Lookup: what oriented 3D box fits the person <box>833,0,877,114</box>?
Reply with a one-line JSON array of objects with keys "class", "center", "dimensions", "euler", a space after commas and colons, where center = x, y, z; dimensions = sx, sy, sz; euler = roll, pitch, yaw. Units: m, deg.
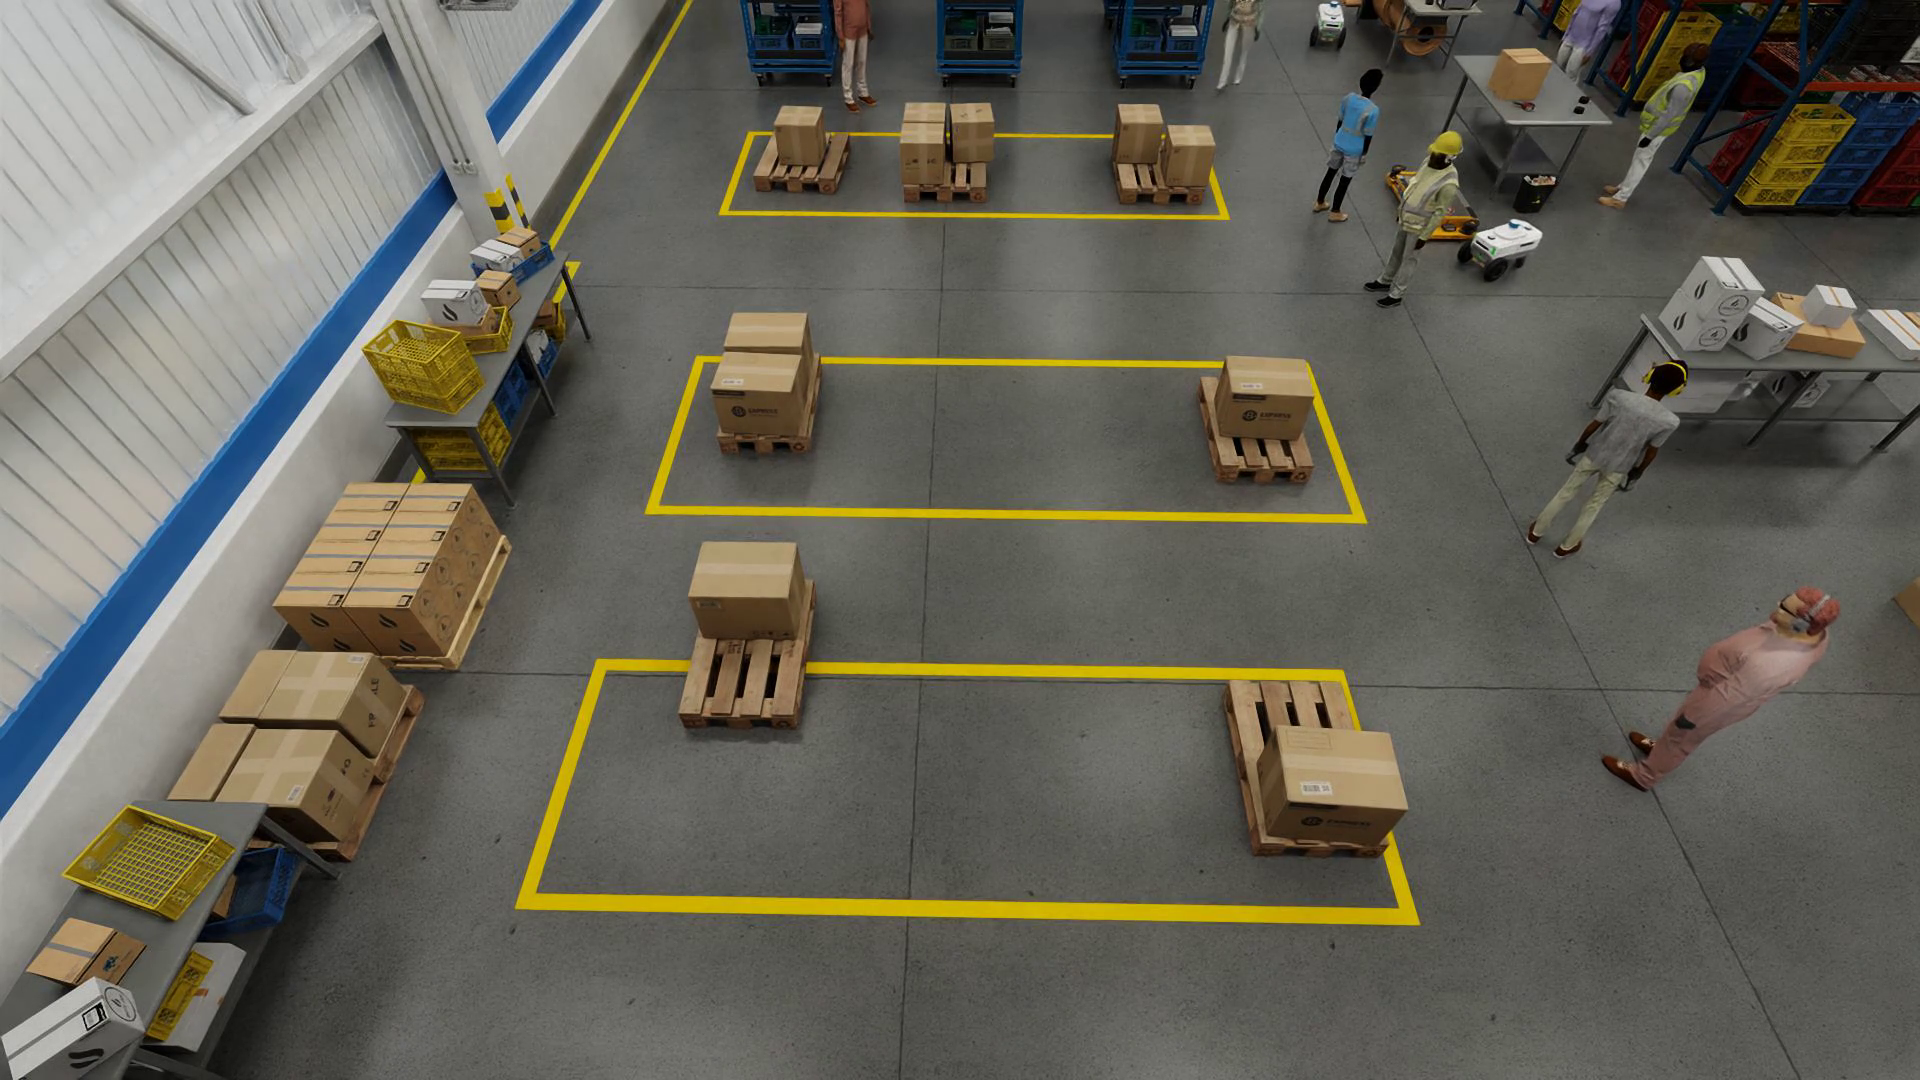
[{"class": "person", "center": [-1.402, -6.810, 12.281], "dimensions": [0.392, 1.990, 0.612], "euler": [36, 58, 27]}]

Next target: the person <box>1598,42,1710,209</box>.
[{"class": "person", "center": [8.066, -4.783, 10.628], "dimensions": [0.430, 1.838, 0.619], "euler": [31, 56, 24]}]

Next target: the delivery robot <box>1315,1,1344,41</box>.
[{"class": "delivery robot", "center": [5.774, -8.136, 14.311], "dimensions": [0.477, 0.478, 0.707], "euler": [7, 50, 6]}]

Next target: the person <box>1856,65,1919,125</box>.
[{"class": "person", "center": [11.685, -5.773, 11.459], "dimensions": [0.359, 1.878, 0.612], "euler": [-26, 54, -20]}]

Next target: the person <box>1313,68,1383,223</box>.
[{"class": "person", "center": [4.452, -4.484, 10.457], "dimensions": [0.317, 1.699, 0.539], "euler": [-21, 52, -17]}]

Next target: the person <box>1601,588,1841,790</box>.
[{"class": "person", "center": [4.668, 0.936, 5.639], "dimensions": [0.646, 1.901, 0.400], "euler": [-27, 54, -21]}]

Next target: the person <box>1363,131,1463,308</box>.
[{"class": "person", "center": [4.615, -3.236, 9.288], "dimensions": [0.404, 1.836, 0.590], "euler": [-5, 49, -5]}]

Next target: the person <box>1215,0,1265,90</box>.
[{"class": "person", "center": [3.939, -7.164, 12.837], "dimensions": [0.563, 1.601, 0.799], "euler": [19, 52, 16]}]

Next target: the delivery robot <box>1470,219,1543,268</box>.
[{"class": "delivery robot", "center": [6.034, -3.298, 10.124], "dimensions": [0.707, 0.478, 0.477], "euler": [-17, 51, -14]}]

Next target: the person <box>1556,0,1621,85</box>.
[{"class": "person", "center": [8.164, -6.543, 12.090], "dimensions": [0.358, 1.932, 0.629], "euler": [-7, 49, -6]}]

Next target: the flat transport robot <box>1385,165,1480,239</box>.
[{"class": "flat transport robot", "center": [5.692, -4.094, 11.059], "dimensions": [0.652, 0.197, 1.431], "euler": [1, 49, 1]}]

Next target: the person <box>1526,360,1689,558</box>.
[{"class": "person", "center": [4.929, -0.598, 6.983], "dimensions": [0.329, 1.872, 0.510], "euler": [-36, 58, -27]}]
